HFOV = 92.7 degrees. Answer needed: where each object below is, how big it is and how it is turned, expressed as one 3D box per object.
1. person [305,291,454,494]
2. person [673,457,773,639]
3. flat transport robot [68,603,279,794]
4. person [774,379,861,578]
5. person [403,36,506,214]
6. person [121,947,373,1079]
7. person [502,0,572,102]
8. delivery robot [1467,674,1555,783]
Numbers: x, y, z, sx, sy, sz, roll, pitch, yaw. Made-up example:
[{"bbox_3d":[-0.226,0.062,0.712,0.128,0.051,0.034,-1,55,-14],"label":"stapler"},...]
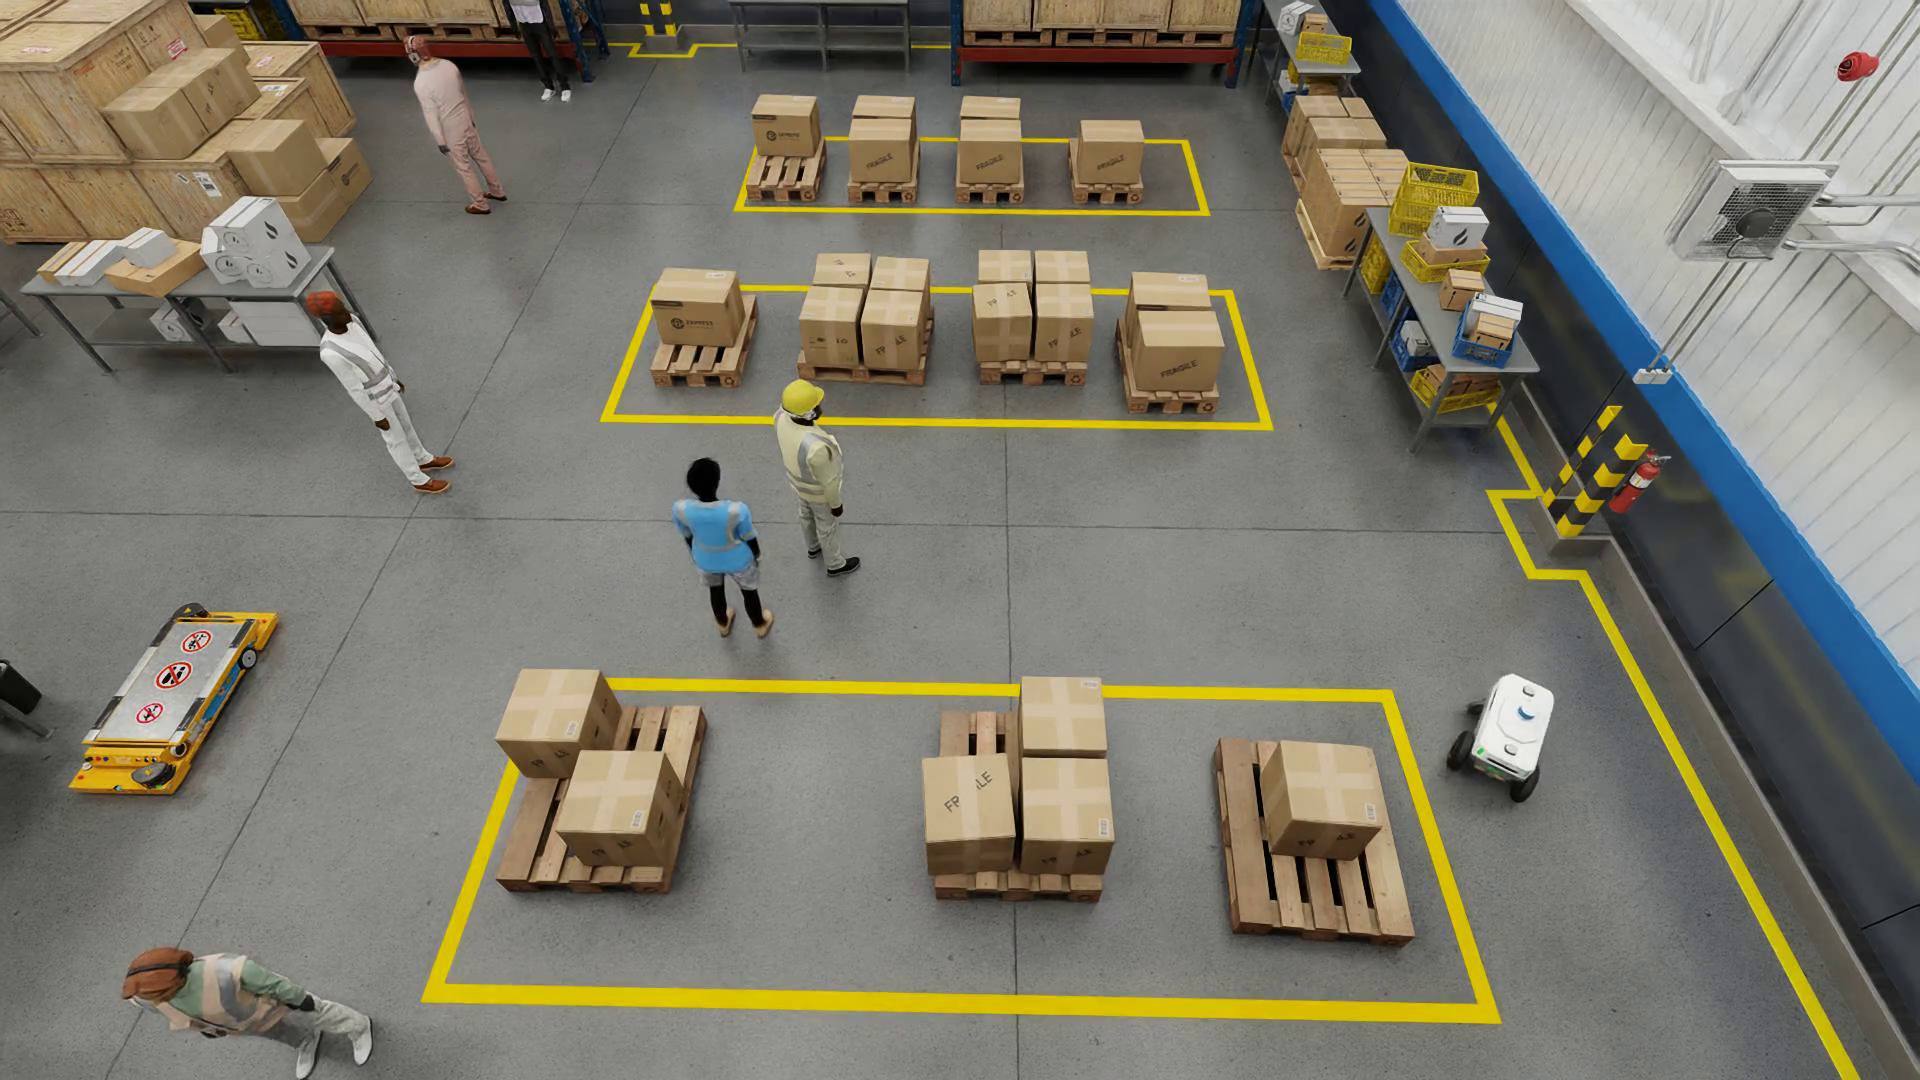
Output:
[{"bbox_3d":[-4.592,-1.149,7.272,0.356,1.884,0.574,-10,50,-8],"label":"person"},{"bbox_3d":[-1.621,0.109,6.335,0.541,1.691,0.321,3,50,3],"label":"person"},{"bbox_3d":[-5.504,1.072,6.442,0.652,0.197,1.431,1,50,1],"label":"flat transport robot"},{"bbox_3d":[-1.043,-0.434,6.698,0.404,1.837,0.590,-32,57,-24],"label":"person"},{"bbox_3d":[-5.629,-4.571,10.163,0.400,1.900,0.647,13,51,11],"label":"person"},{"bbox_3d":[-3.475,2.308,4.511,0.521,1.632,0.314,-11,51,-9],"label":"person"},{"bbox_3d":[-5.616,-6.785,12.030,0.599,1.906,0.413,1,50,1],"label":"person"},{"bbox_3d":[3.655,1.238,6.058,0.477,0.478,0.707,27,55,21],"label":"delivery robot"}]
